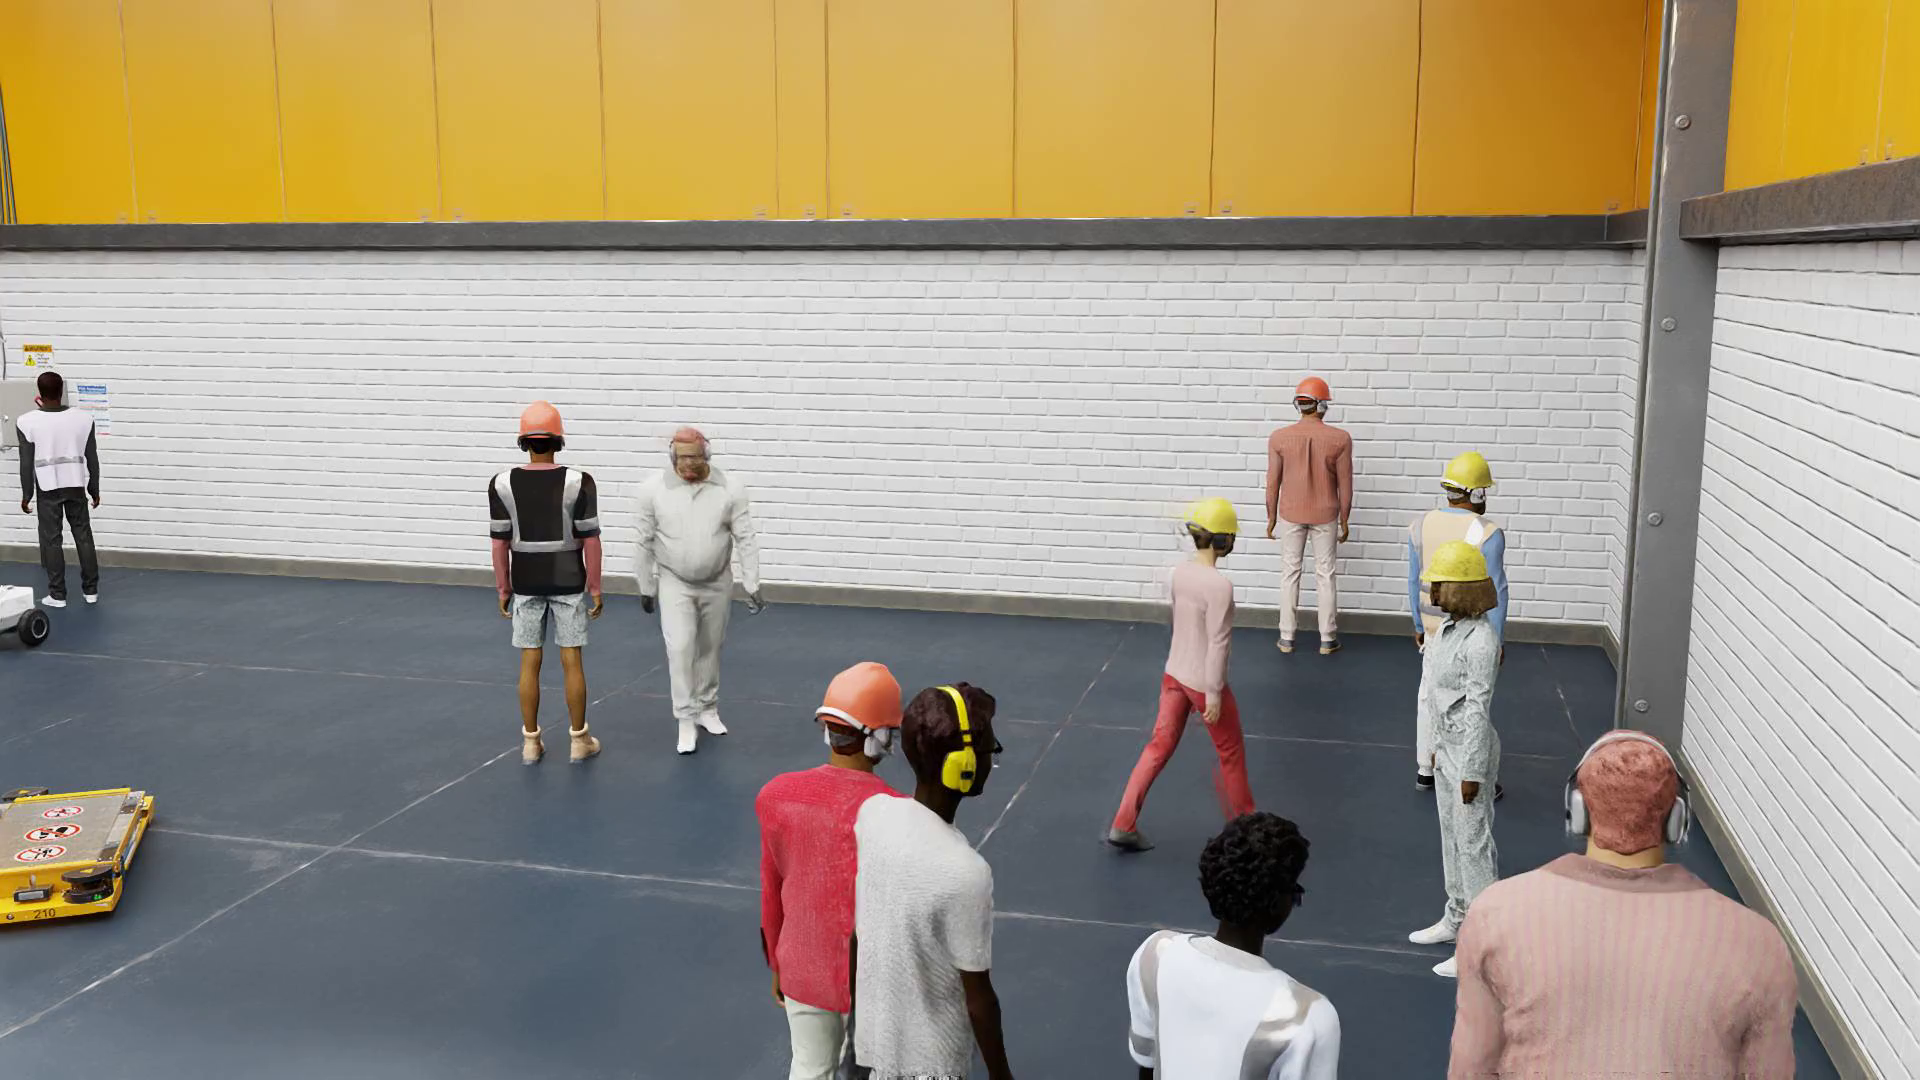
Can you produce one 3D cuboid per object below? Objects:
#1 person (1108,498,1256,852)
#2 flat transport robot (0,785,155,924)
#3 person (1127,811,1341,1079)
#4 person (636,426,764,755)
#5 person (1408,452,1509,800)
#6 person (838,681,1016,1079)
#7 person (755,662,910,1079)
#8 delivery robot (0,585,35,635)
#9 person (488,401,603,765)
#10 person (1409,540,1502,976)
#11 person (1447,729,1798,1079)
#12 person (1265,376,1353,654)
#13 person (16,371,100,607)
[{"bbox_3d":[1.123,0.650,7.902,0.933,1.718,0.542,-4,10,-22],"label":"person"},{"bbox_3d":[-4.164,1.412,7.660,0.652,0.197,1.431,-3,10,-19],"label":"flat transport robot"},{"bbox_3d":[0.577,1.403,3.555,0.320,1.686,0.539,-9,13,-43],"label":"person"},{"bbox_3d":[-1.499,0.276,9.630,0.677,1.863,0.801,-4,10,-20],"label":"person"},{"bbox_3d":[2.625,0.453,8.718,0.403,1.834,0.587,-7,12,-35],"label":"person"},{"bbox_3d":[-0.070,1.245,3.977,0.415,1.852,0.564,-6,11,-31],"label":"person"},{"bbox_3d":[-0.287,1.195,4.629,0.573,1.738,0.351,5,11,26],"label":"person"},{"bbox_3d":[-7.010,0.499,11.929,0.477,0.478,0.707,2,10,10],"label":"delivery robot"},{"bbox_3d":[-2.300,0.246,9.308,0.607,2.048,0.367,0,10,-3],"label":"person"},{"bbox_3d":[1.976,0.858,6.632,0.343,1.735,0.484,0,10,-1],"label":"person"},{"bbox_3d":[1.322,1.331,3.396,0.674,1.879,0.730,5,11,26],"label":"person"},{"bbox_3d":[2.502,-0.173,11.938,0.613,1.991,0.392,3,10,16],"label":"person"},{"bbox_3d":[-7.328,-0.412,13.561,0.376,1.915,0.600,9,13,44],"label":"person"}]
